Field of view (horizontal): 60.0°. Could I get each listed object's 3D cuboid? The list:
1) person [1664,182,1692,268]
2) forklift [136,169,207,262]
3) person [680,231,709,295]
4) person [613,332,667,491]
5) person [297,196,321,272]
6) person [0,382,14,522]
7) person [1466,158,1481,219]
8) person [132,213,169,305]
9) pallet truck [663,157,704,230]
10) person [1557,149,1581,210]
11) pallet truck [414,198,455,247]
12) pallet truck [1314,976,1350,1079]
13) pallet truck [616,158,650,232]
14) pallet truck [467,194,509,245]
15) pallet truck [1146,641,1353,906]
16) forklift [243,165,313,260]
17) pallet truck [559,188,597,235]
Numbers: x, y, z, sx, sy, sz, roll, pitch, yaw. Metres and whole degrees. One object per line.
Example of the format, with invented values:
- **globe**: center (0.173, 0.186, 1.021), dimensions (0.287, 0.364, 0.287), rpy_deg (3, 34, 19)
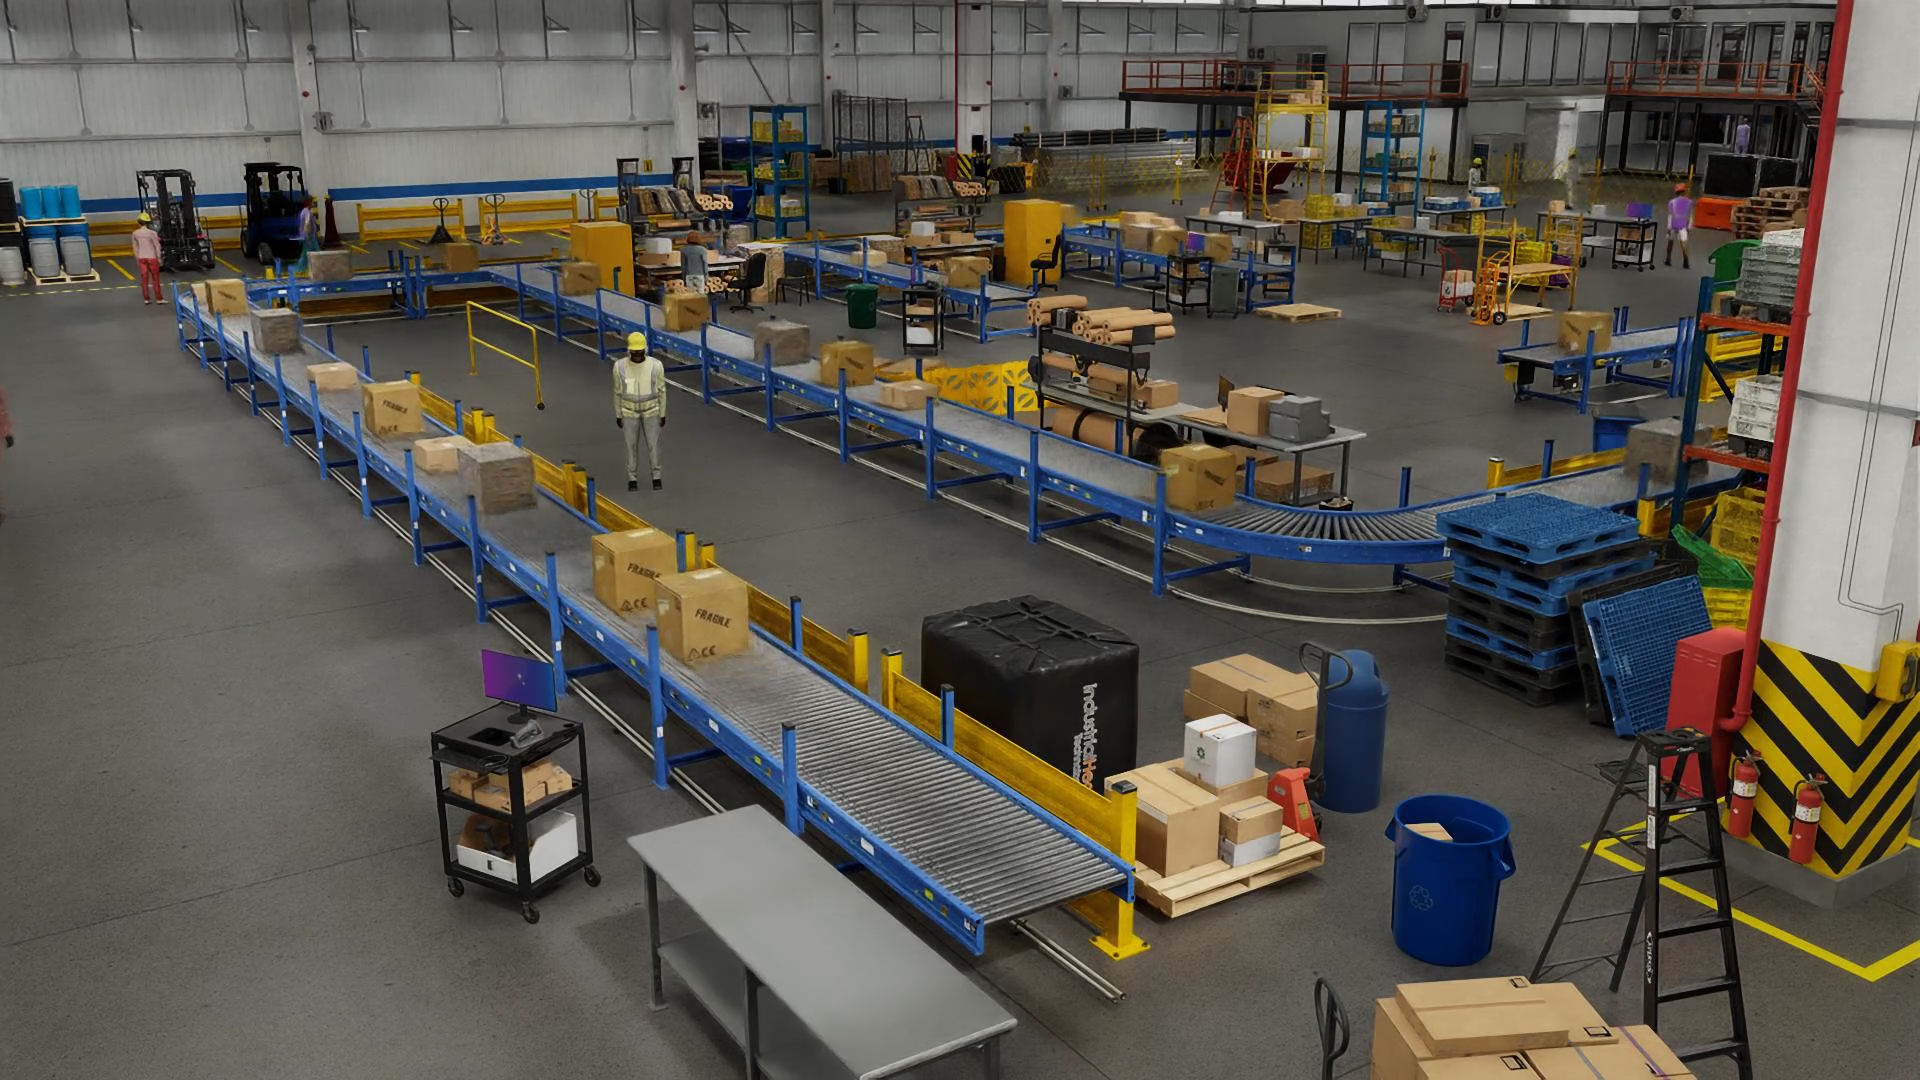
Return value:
- **person**: center (16.220, -7.075, 37.465), dimensions (0.557, 1.900, 0.875), rpy_deg (2, 17, 6)
- **forklift**: center (-17.842, -7.318, 37.559), dimensions (1.157, 1.987, 2.680), rpy_deg (-10, 20, -31)
- **person**: center (-4.843, -4.826, 30.403), dimensions (0.508, 1.632, 0.271), rpy_deg (1, 17, 4)
- **person**: center (-3.625, -1.460, 18.873), dimensions (0.591, 1.826, 0.403), rpy_deg (-3, 17, -9)
- **person**: center (-13.772, -6.412, 35.397), dimensions (0.958, 1.789, 0.588), rpy_deg (-8, 19, -25)
- **person**: center (-10.416, -1.078, 17.513), dimensions (0.662, 1.875, 0.806), rpy_deg (-2, 17, -8)
- **person**: center (14.743, -10.076, 47.682), dimensions (0.487, 1.745, 0.290), rpy_deg (-14, 22, -40)
- **person**: center (-15.739, -5.453, 32.262), dimensions (0.526, 1.768, 0.331), rpy_deg (2, 17, 7)
- **pallet truck**: center (-7.586, -9.308, 44.692), dimensions (0.823, 1.965, 1.885), rpy_deg (-11, 20, -33)
- **person**: center (18.418, -10.944, 50.468), dimensions (0.609, 1.796, 0.824), rpy_deg (-8, 18, -25)
- **pallet truck**: center (-13.250, -8.060, 41.856), dimensions (0.680, 1.201, 1.601), rpy_deg (-10, 20, -31)
- **pallet truck**: center (2.299, 2.390, 7.086), dimensions (1.601, 1.201, 0.680), rpy_deg (-2, 17, -7)
- **pallet truck**: center (-8.918, -9.176, 44.255), dimensions (0.823, 1.965, 1.885), rpy_deg (-9, 19, -27)
- **pallet truck**: center (-11.983, -8.177, 42.137), dimensions (0.704, 1.261, 1.522), rpy_deg (-11, 20, -33)
- **pallet truck**: center (1.664, 1.407, 10.232), dimensions (1.630, 1.274, 0.653), rpy_deg (-10, 20, -31)
- **forklift**: center (-15.898, -7.669, 38.708), dimensions (1.157, 1.987, 2.680), rpy_deg (-11, 20, -33)
- **pallet truck**: center (-10.010, -8.652, 43.699), dimensions (0.653, 1.274, 1.630), rpy_deg (-10, 20, -31)
